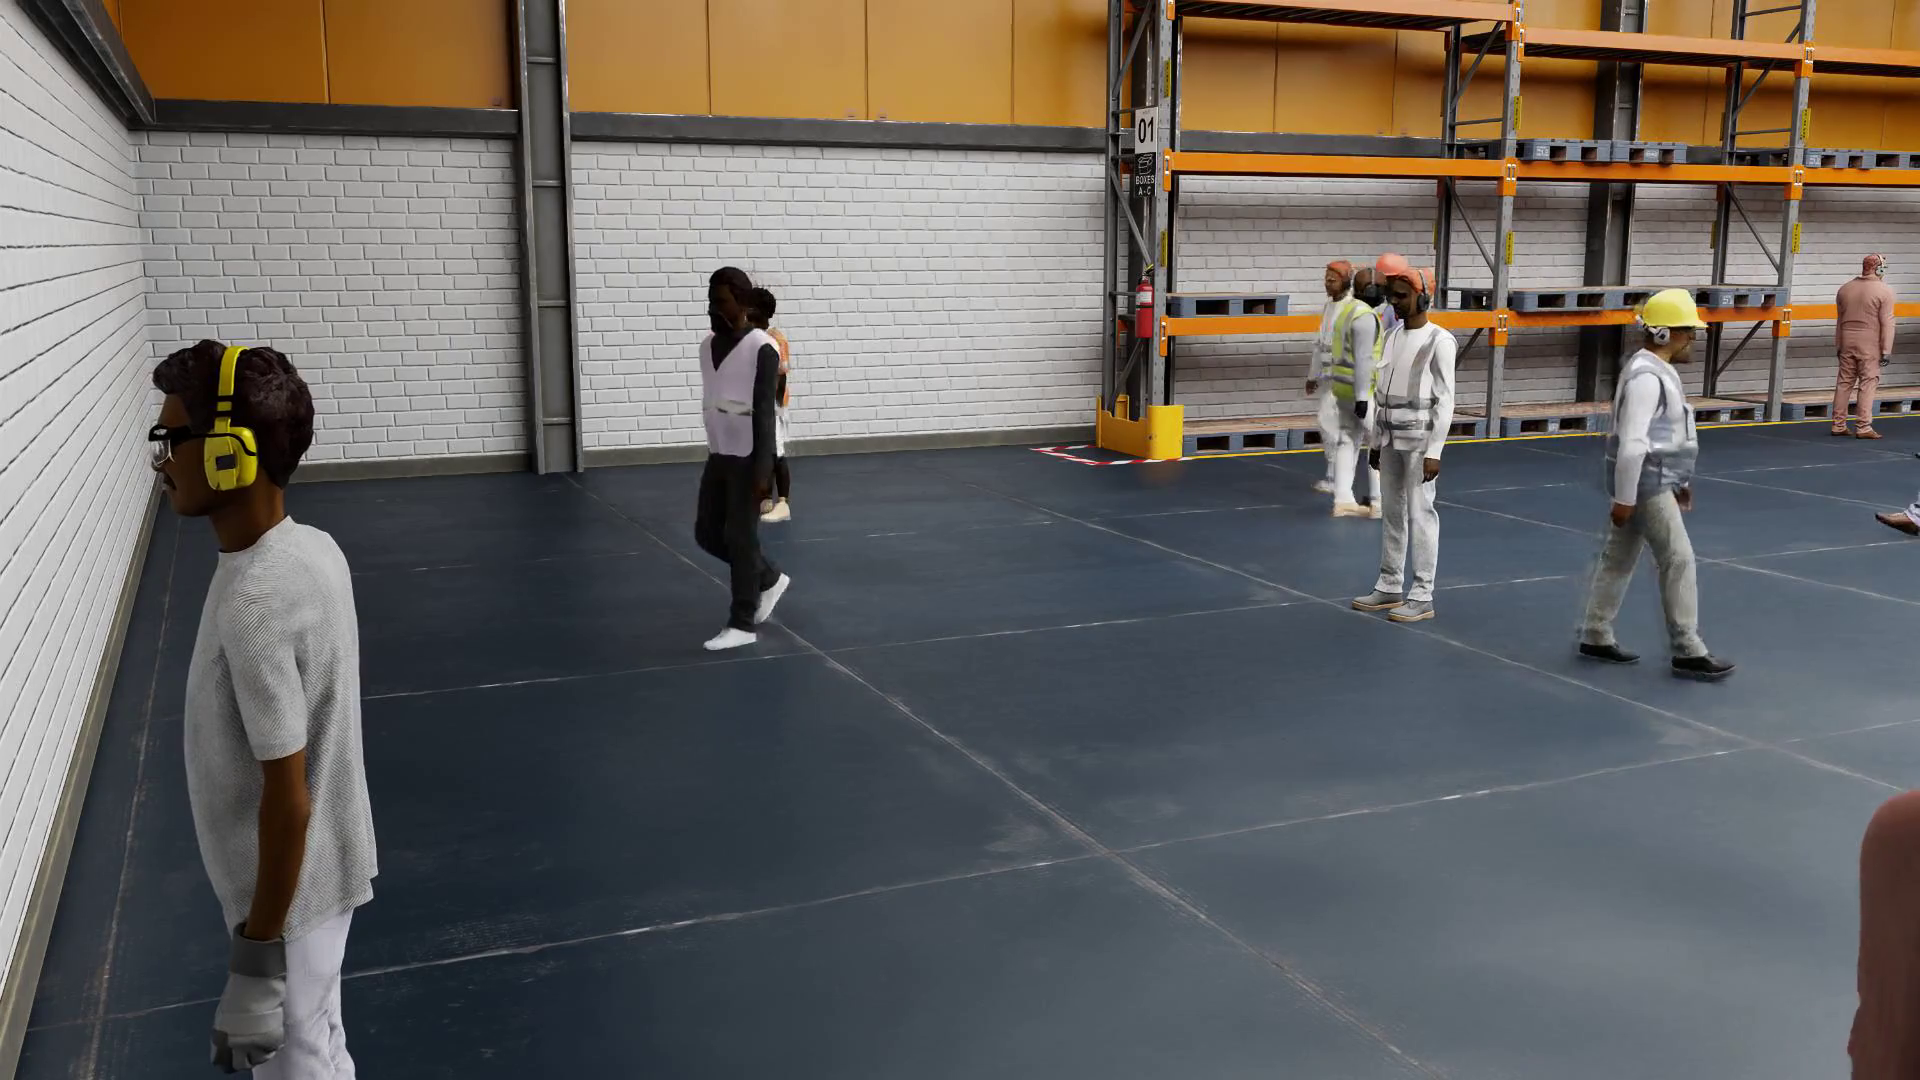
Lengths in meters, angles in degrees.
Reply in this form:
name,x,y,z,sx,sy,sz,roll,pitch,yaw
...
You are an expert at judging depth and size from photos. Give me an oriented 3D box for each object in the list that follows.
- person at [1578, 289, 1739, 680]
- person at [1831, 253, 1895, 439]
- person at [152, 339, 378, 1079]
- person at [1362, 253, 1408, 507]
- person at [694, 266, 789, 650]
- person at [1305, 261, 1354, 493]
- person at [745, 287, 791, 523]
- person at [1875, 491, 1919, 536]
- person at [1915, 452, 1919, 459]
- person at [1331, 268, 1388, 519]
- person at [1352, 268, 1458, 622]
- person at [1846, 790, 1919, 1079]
name,x,y,z,sx,sy,sz,roll,pitch,yaw
person,3.335,-0.259,7.774,0.815,1.799,0.599,4,11,22
person,9.330,-1.990,17.142,0.401,1.903,0.642,-5,11,-24
person,-1.131,0.611,2.734,0.328,1.872,0.509,-3,11,-15
person,3.221,-1.179,12.517,0.372,1.934,0.551,2,10,12
person,-1.077,-0.397,8.324,0.512,1.879,0.594,-10,14,-44
person,3.006,-1.316,13.477,0.467,1.871,0.638,-1,10,-8
person,-1.417,-0.977,12.058,0.317,1.695,0.540,-7,12,-32
person,6.755,-0.896,11.130,0.952,1.860,0.679,1,10,5
person,9.305,-1.572,15.104,0.978,1.795,0.610,-1,10,-4
person,3.044,-1.062,12.164,0.660,1.826,0.662,0,10,0
person,2.400,-0.509,8.936,0.355,1.883,0.575,-4,11,-23
person,1.291,0.850,1.889,0.531,1.708,0.880,5,11,24
